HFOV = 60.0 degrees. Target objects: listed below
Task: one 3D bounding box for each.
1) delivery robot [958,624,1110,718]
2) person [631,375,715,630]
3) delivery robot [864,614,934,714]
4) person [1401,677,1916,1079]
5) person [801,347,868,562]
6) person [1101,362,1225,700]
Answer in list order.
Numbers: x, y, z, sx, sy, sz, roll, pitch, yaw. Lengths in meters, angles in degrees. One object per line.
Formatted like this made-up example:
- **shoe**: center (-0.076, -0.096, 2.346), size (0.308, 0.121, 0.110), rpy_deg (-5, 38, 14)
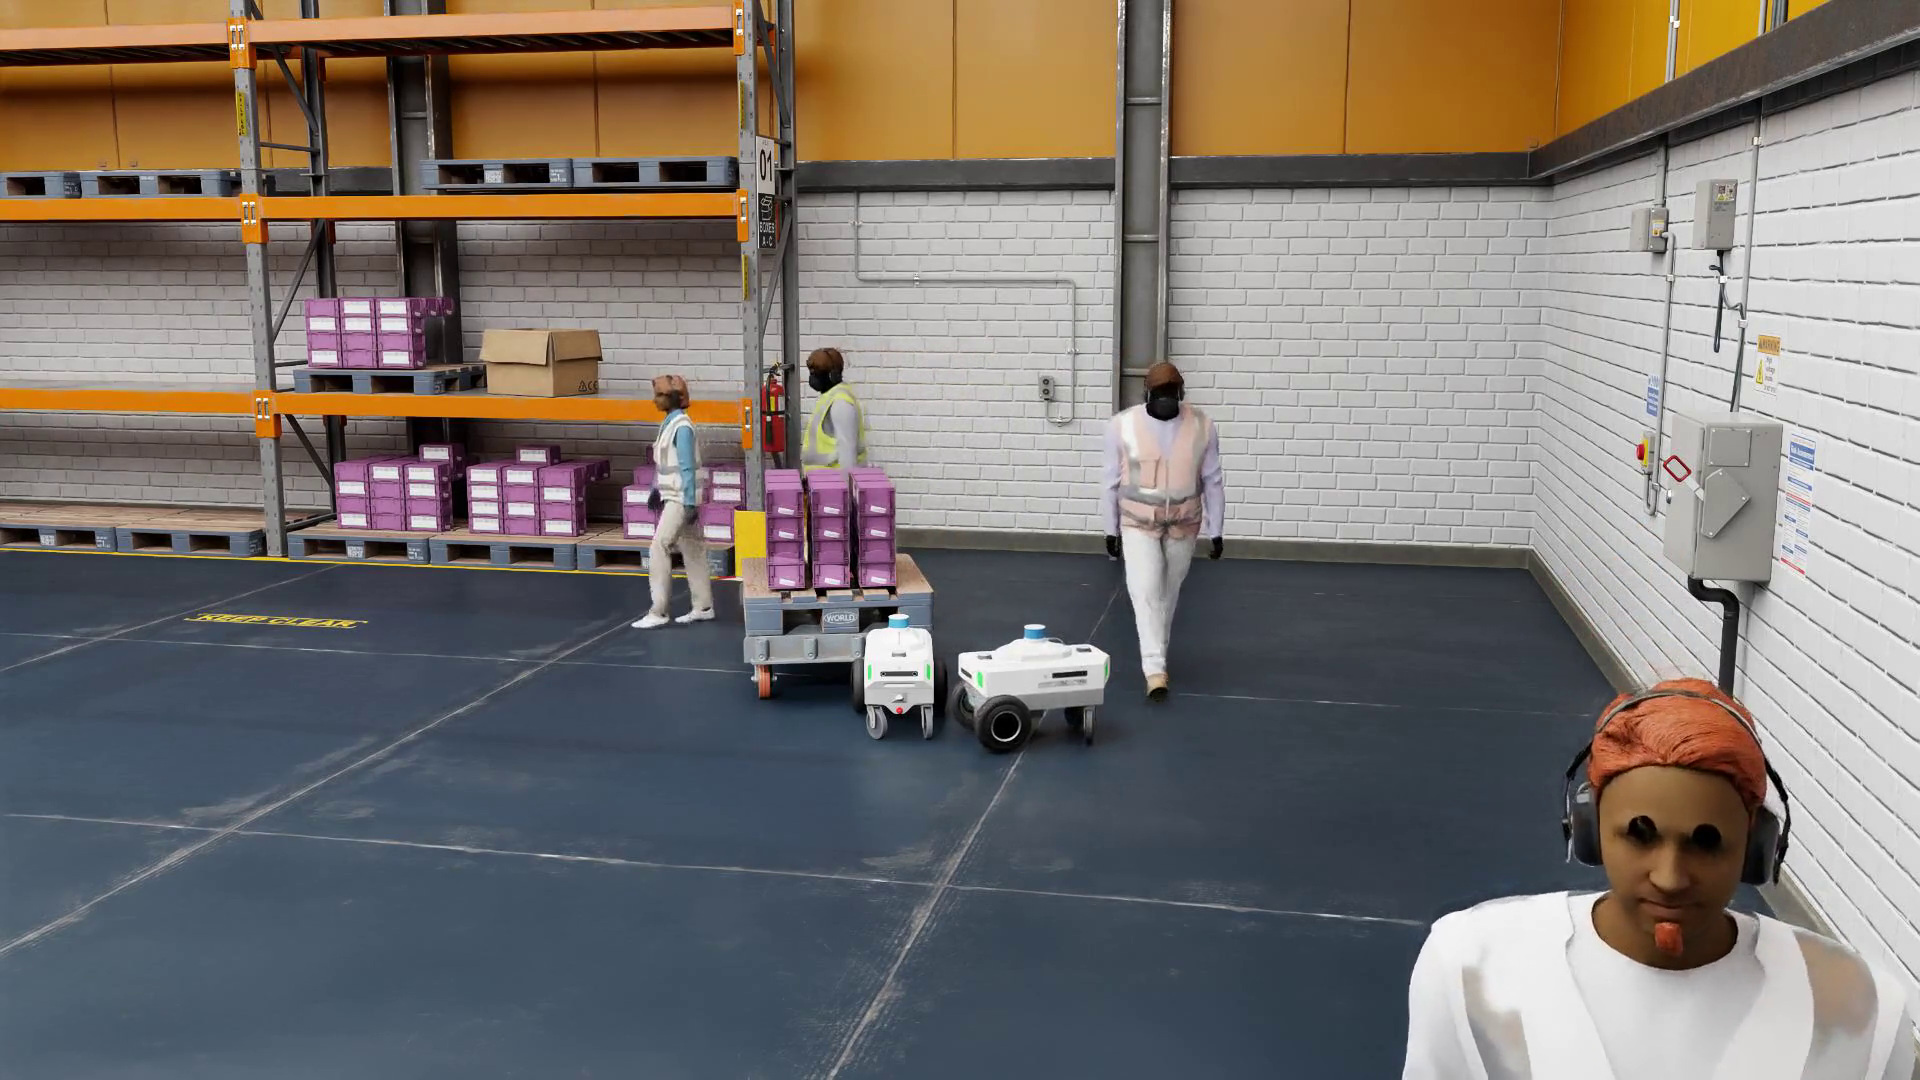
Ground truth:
- **delivery robot**: center (0.364, 0.657, 8.136), size (0.707, 0.478, 0.477), rpy_deg (-3, 10, -17)
- **person**: center (-1.886, -0.240, 10.616), size (0.674, 1.613, 0.533), rpy_deg (-3, 10, -16)
- **delivery robot**: center (-0.307, 0.618, 8.367), size (0.477, 0.478, 0.707), rpy_deg (0, 9, -2)
- **person**: center (0.849, 1.052, 2.160), size (0.590, 1.855, 0.814), rpy_deg (3, 10, 19)
- **person**: center (-0.874, -0.363, 10.876), size (0.955, 1.782, 0.653), rpy_deg (0, 9, -1)
- **person**: center (1.099, -0.049, 8.934), size (0.652, 1.791, 0.911), rpy_deg (-1, 9, -4)
